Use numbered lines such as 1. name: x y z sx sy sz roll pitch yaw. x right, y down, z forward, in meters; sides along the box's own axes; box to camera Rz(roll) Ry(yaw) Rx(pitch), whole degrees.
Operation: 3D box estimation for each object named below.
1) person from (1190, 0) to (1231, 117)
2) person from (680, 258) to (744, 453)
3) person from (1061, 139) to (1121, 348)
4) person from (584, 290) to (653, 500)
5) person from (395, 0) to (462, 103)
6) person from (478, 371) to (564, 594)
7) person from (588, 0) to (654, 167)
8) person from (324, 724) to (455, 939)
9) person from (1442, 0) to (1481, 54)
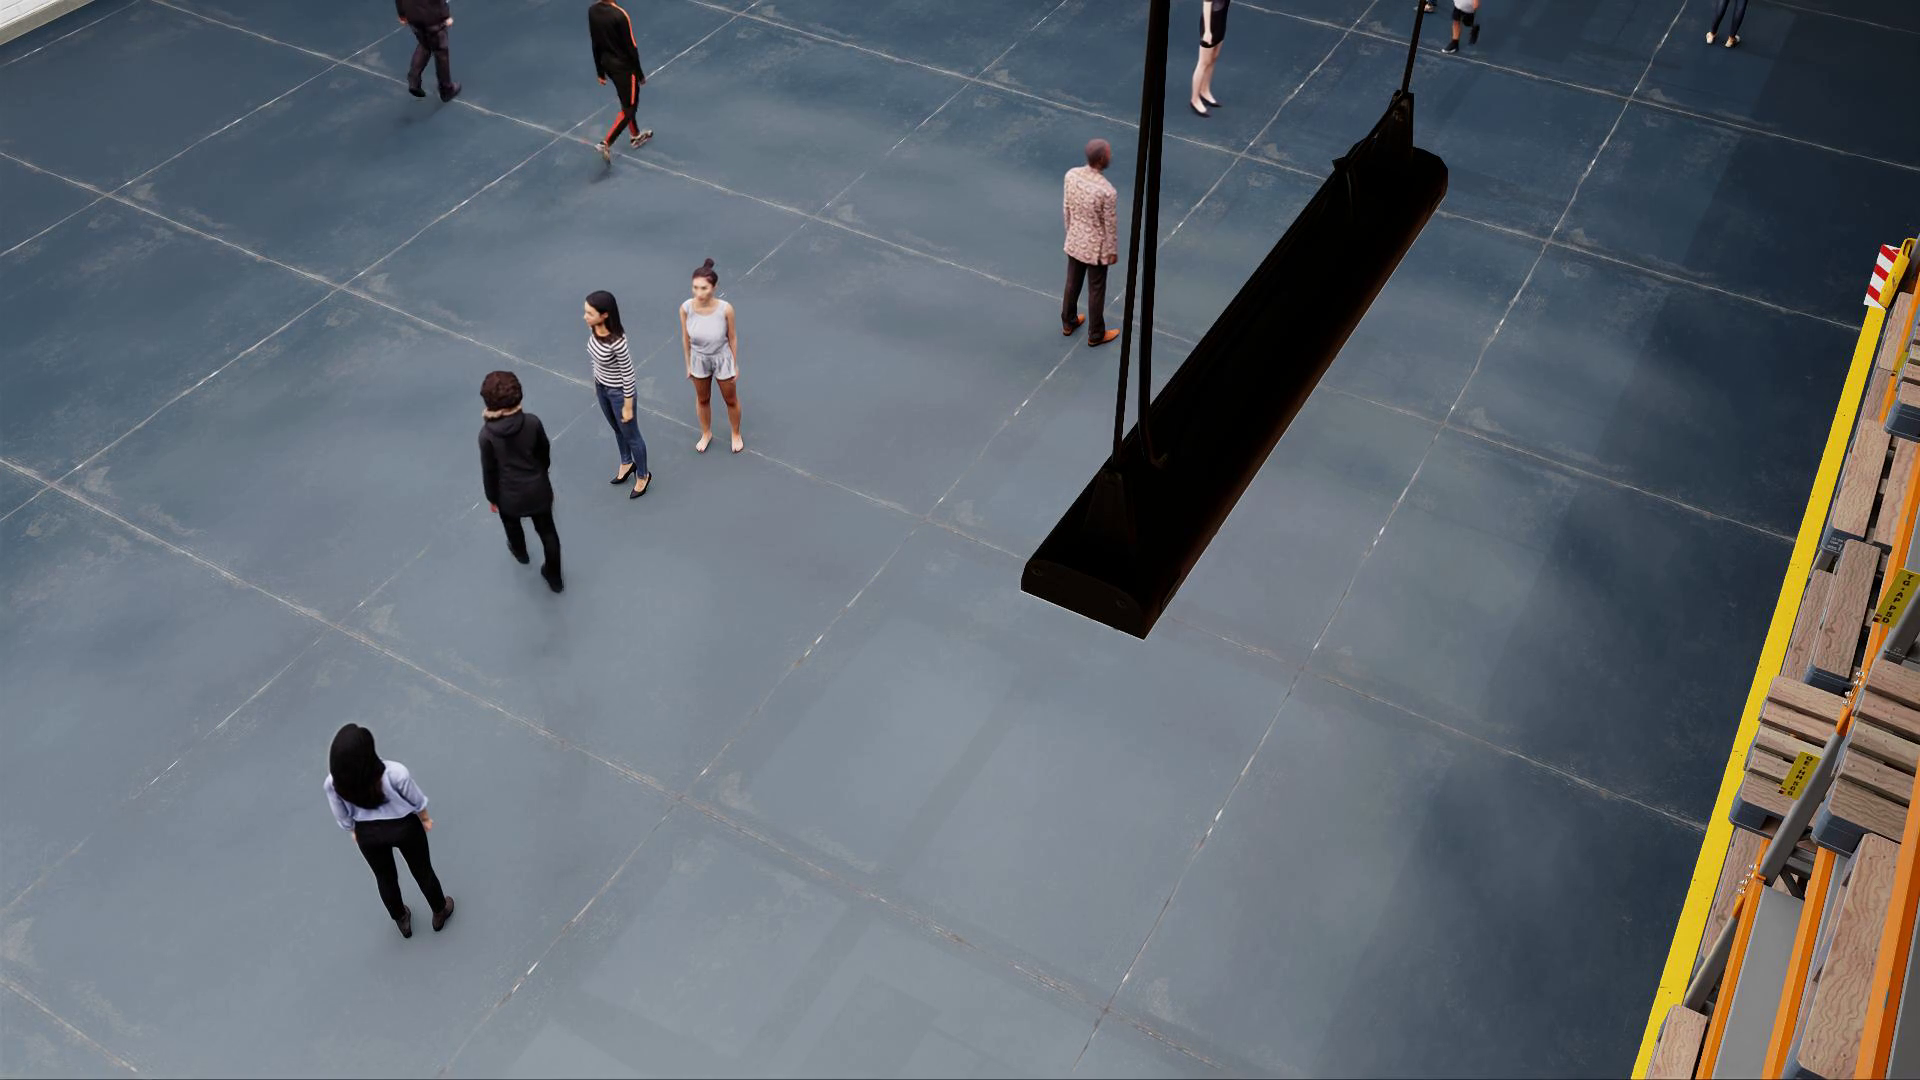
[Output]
1. person: 2.446 -5.023 16.170 0.629 1.831 0.415 21 48 21
2. person: -1.859 -1.359 12.488 0.658 1.604 0.688 1 44 1
3. person: 1.044 -2.396 13.428 0.736 1.810 0.674 34 53 30
4. person: -2.481 -1.055 12.030 0.590 1.796 0.642 -31 52 -28
5. person: -5.284 -5.098 16.252 0.777 1.826 0.852 16 46 16
6. person: -2.941 -0.307 11.282 0.974 1.745 0.983 -20 47 -20
7. person: -3.231 -4.353 15.499 0.668 1.785 1.082 25 49 24
8. person: -3.181 1.625 9.254 0.727 1.744 0.774 -8 44 -8
9. person: 5.312 -5.693 17.297 0.778 1.246 0.643 -29 51 -27
